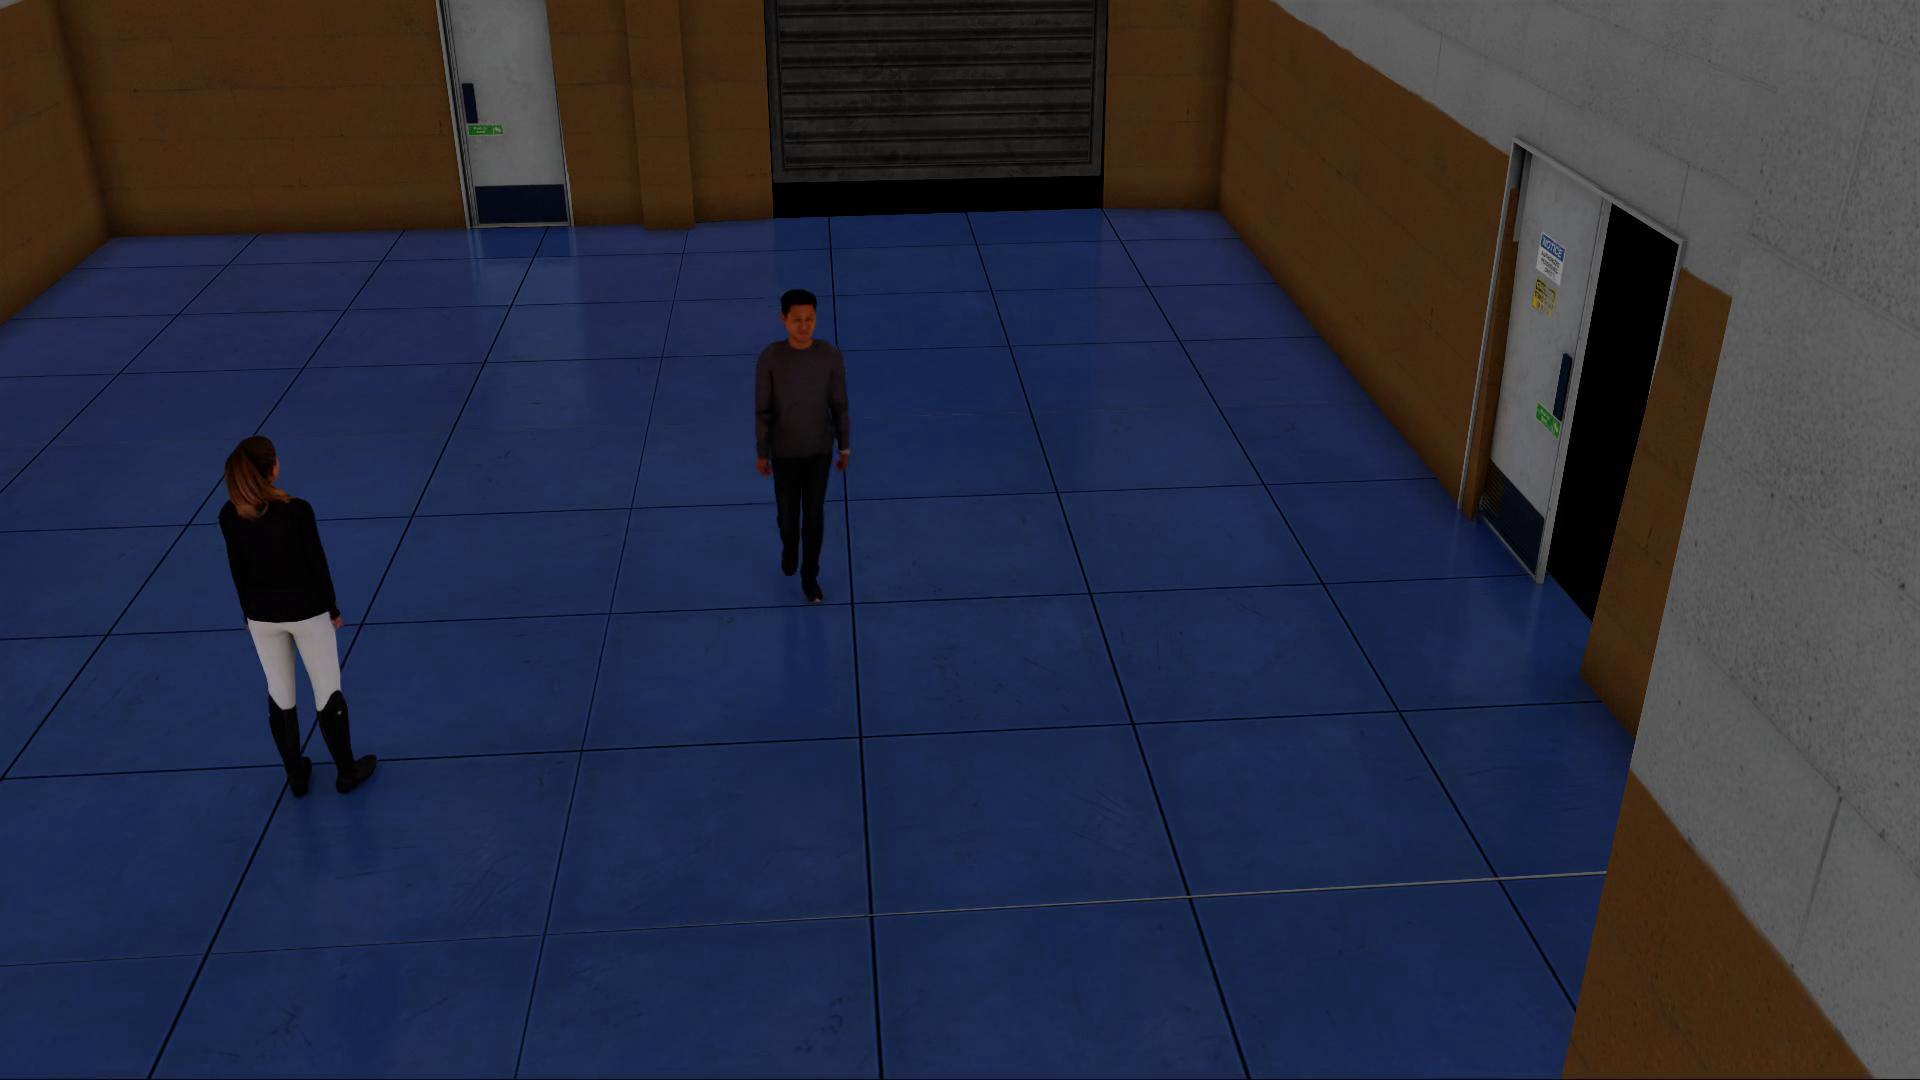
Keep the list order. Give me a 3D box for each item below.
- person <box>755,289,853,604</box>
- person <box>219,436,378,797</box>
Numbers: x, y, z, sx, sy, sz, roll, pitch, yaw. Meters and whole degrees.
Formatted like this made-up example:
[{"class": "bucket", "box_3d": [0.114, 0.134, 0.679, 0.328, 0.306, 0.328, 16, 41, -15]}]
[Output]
[{"class": "person", "box_3d": [-0.868, -0.529, 9.018, 0.704, 1.763, 0.783, -21, 34, -35]}, {"class": "person", "box_3d": [-2.945, 0.348, 7.307, 0.483, 1.729, 0.642, 0, 27, -1]}]
